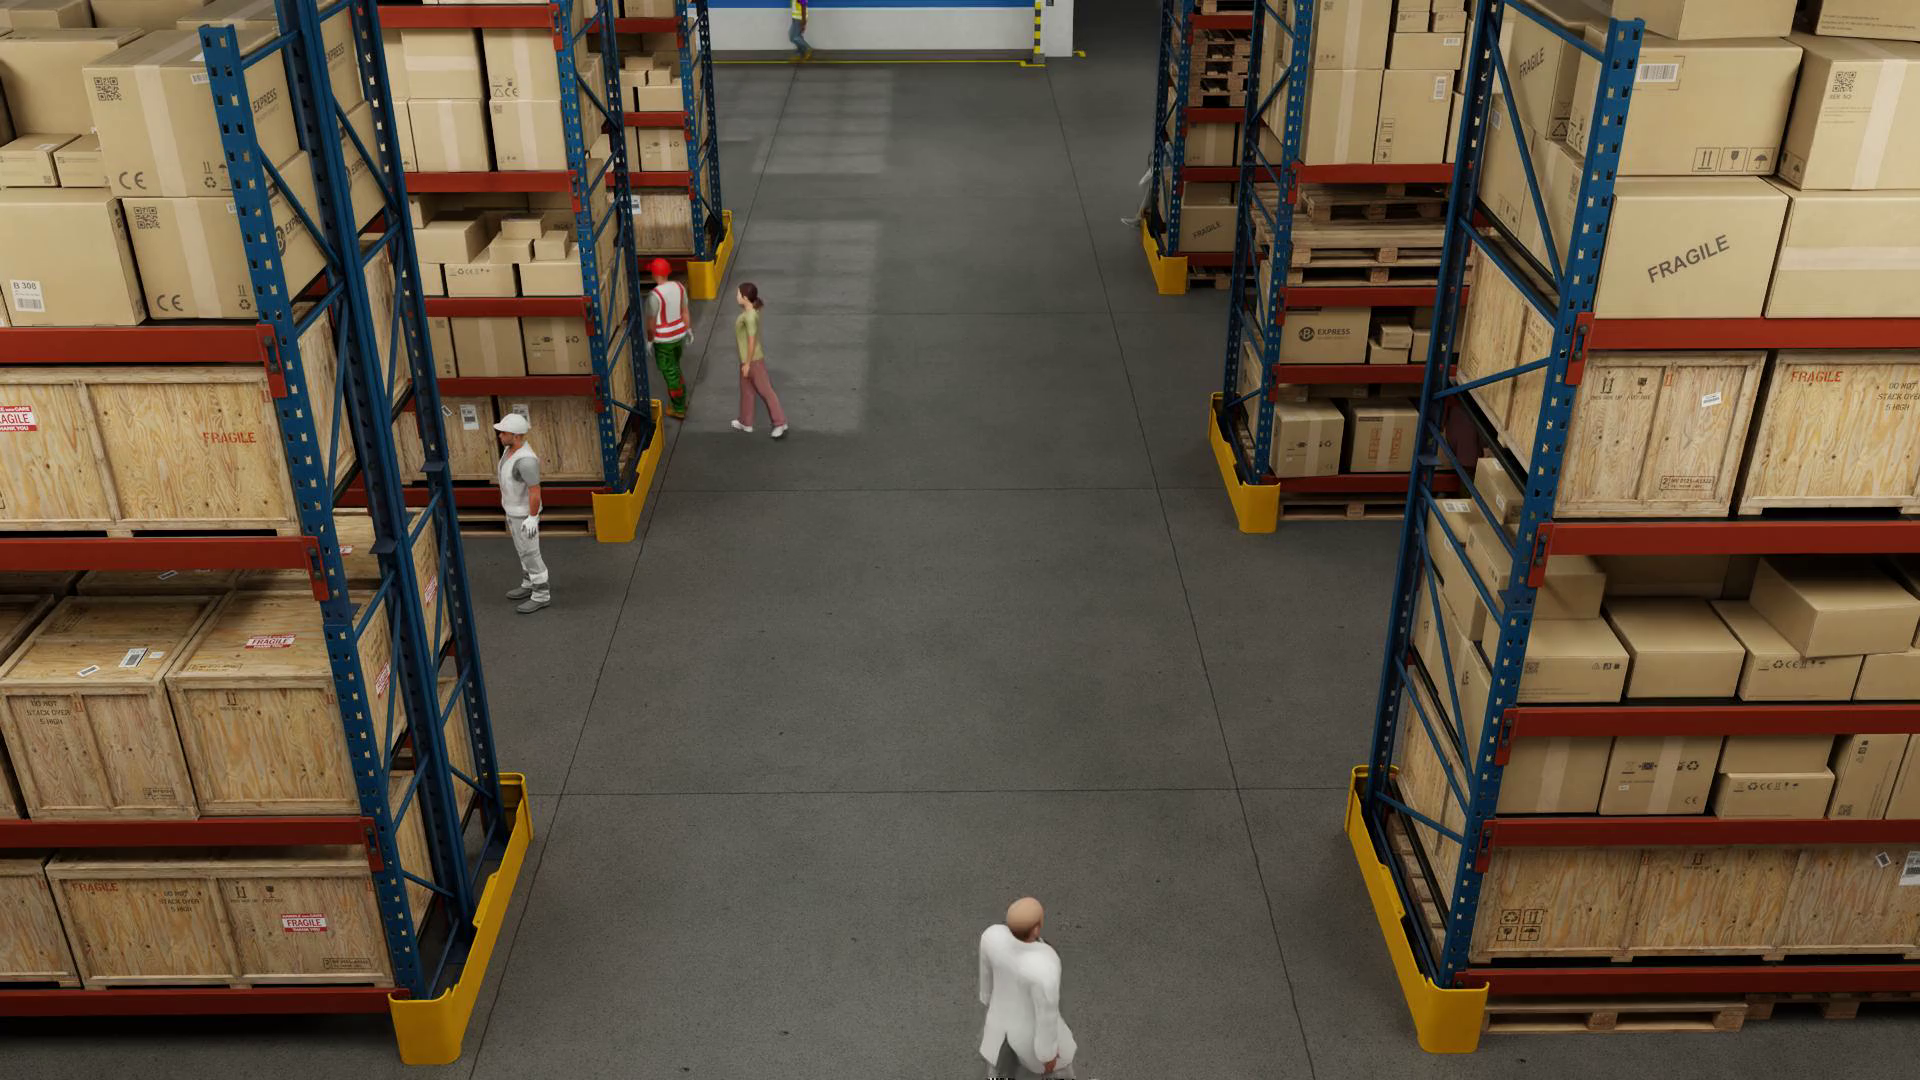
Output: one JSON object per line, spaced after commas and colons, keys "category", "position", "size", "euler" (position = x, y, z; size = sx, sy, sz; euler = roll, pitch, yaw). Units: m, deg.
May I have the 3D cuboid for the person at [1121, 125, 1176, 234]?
{"category": "person", "position": [2.727, -5.130, 23.603], "size": [0.897, 1.677, 0.534], "euler": [11, 30, 19]}

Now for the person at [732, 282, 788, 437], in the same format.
{"category": "person", "position": [-2.161, -1.920, 17.588], "size": [0.609, 1.670, 0.617], "euler": [-3, 28, -6]}

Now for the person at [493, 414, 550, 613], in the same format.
{"category": "person", "position": [-3.798, -0.250, 14.342], "size": [0.377, 1.795, 0.540], "euler": [-15, 32, -25]}

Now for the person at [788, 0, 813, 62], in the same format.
{"category": "person", "position": [-3.228, -10.461, 33.330], "size": [0.504, 1.752, 0.670], "euler": [-8, 29, -15]}

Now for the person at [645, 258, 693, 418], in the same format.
{"category": "person", "position": [-3.179, -2.176, 17.922], "size": [0.439, 1.816, 0.569], "euler": [19, 33, 31]}

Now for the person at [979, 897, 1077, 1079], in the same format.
{"category": "person", "position": [0.402, 2.579, 9.098], "size": [0.597, 1.766, 0.882], "euler": [22, 35, 35]}

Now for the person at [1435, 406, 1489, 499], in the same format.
{"category": "person", "position": [4.825, -0.993, 15.733], "size": [0.491, 1.781, 0.576], "euler": [-24, 37, -37]}
